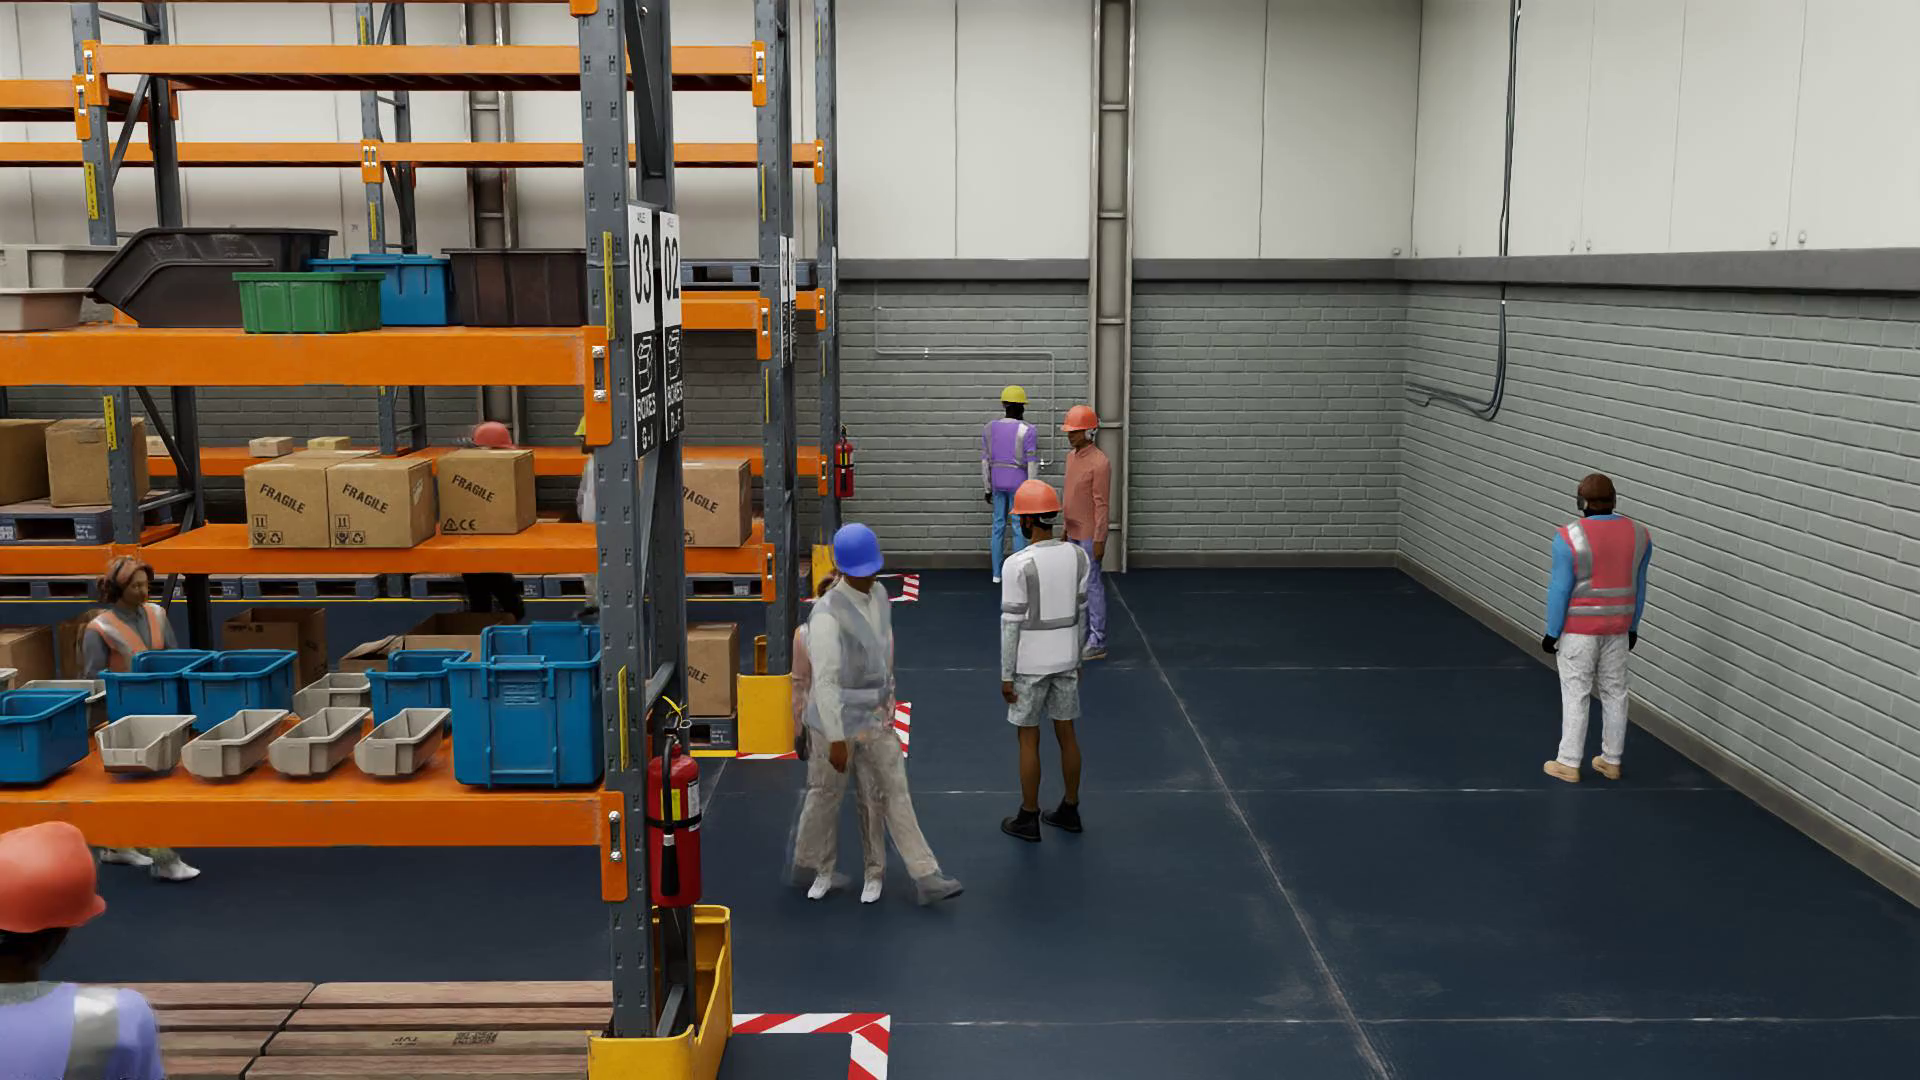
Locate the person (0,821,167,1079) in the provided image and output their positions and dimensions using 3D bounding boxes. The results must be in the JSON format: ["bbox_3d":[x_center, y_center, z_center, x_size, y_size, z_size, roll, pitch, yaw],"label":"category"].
[{"bbox_3d":[-1.984,1.506,3.573,0.584,1.914,0.534,-3,10,-17],"label":"person"}]

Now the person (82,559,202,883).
[{"bbox_3d":[-4.027,0.893,8.281,0.768,1.608,0.534,2,9,10],"label":"person"}]

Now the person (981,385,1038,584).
[{"bbox_3d":[0.489,-0.517,15.956,0.589,1.923,0.383,5,11,30],"label":"person"}]

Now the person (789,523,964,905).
[{"bbox_3d":[-0.455,0.830,7.832,0.967,1.878,0.636,5,11,28],"label":"person"}]

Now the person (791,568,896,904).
[{"bbox_3d":[-0.554,0.932,7.968,0.509,1.629,0.316,1,9,7],"label":"person"}]

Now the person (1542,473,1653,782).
[{"bbox_3d":[3.742,0.521,9.858,0.619,1.838,0.430,-2,9,-11],"label":"person"}]

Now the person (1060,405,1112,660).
[{"bbox_3d":[0.957,-0.060,12.968,0.406,1.987,0.617,-3,10,-20],"label":"person"}]

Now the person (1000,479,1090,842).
[{"bbox_3d":[0.424,0.639,8.860,0.547,1.929,0.387,-6,11,-32],"label":"person"}]

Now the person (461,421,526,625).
[{"bbox_3d":[-3.311,0.156,11.677,0.449,1.972,0.639,1,9,4],"label":"person"}]
